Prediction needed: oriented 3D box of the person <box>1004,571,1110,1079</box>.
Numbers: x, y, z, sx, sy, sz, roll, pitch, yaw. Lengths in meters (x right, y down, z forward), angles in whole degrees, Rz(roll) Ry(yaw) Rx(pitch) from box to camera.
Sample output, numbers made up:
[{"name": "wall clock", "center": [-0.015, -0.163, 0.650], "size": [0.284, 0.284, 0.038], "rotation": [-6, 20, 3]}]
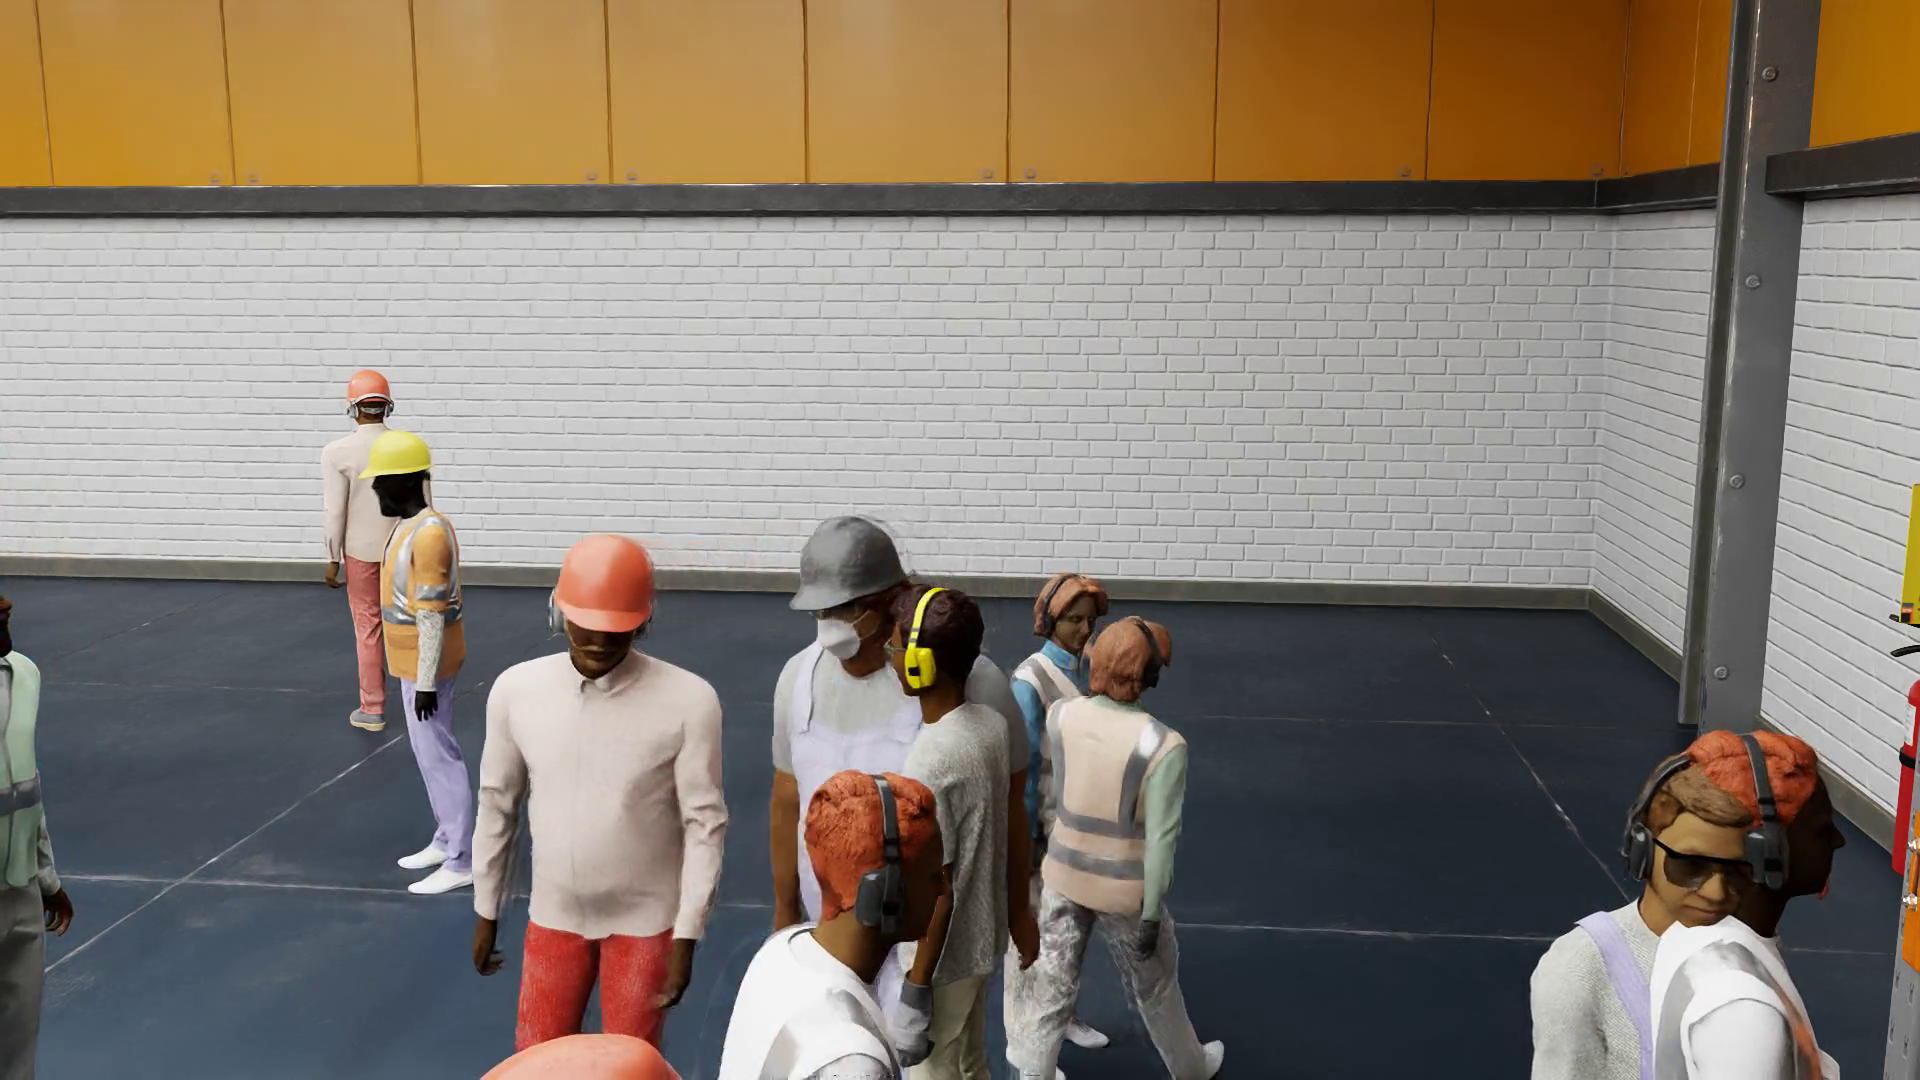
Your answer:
[{"name": "person", "center": [0.322, 0.909, 5.366], "size": [0.314, 1.636, 0.516], "rotation": [7, 12, 33]}]

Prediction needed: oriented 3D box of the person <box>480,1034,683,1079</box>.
[{"name": "person", "center": [-0.365, 1.405, 1.667], "size": [0.375, 1.935, 0.551], "rotation": [-2, 10, -10]}]

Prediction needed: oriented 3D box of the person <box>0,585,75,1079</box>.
[{"name": "person", "center": [-2.572, 0.947, 4.329], "size": [0.381, 1.921, 0.596], "rotation": [1, 10, 7]}]

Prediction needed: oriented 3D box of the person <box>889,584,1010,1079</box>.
[{"name": "person", "center": [-0.049, 1.028, 4.034], "size": [0.316, 1.864, 0.531], "rotation": [3, 10, 19]}]

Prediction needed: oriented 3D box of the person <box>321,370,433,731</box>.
[{"name": "person", "center": [-3.225, 0.054, 9.234], "size": [0.622, 1.992, 0.397], "rotation": [-9, 13, -41]}]

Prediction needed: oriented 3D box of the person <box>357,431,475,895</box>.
[{"name": "person", "center": [-2.251, 0.502, 6.905], "size": [0.389, 1.916, 0.584], "rotation": [-5, 11, -27]}]

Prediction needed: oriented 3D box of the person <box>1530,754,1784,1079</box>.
[{"name": "person", "center": [1.183, 1.246, 2.840], "size": [0.518, 1.842, 0.332], "rotation": [-5, 11, -24]}]

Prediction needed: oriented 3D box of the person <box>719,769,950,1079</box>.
[{"name": "person", "center": [-0.154, 1.272, 2.710], "size": [0.989, 1.829, 0.600], "rotation": [-3, 10, -17]}]

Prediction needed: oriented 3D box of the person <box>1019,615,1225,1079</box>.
[{"name": "person", "center": [0.463, 1.010, 4.913], "size": [0.522, 1.591, 0.880], "rotation": [8, 13, 38]}]

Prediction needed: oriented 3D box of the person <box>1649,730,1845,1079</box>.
[{"name": "person", "center": [1.255, 1.238, 2.783], "size": [0.355, 1.881, 0.572], "rotation": [2, 10, 11]}]

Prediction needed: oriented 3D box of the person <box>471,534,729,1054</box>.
[{"name": "person", "center": [-0.912, 0.945, 4.184], "size": [0.687, 1.969, 0.457], "rotation": [2, 10, 9]}]
